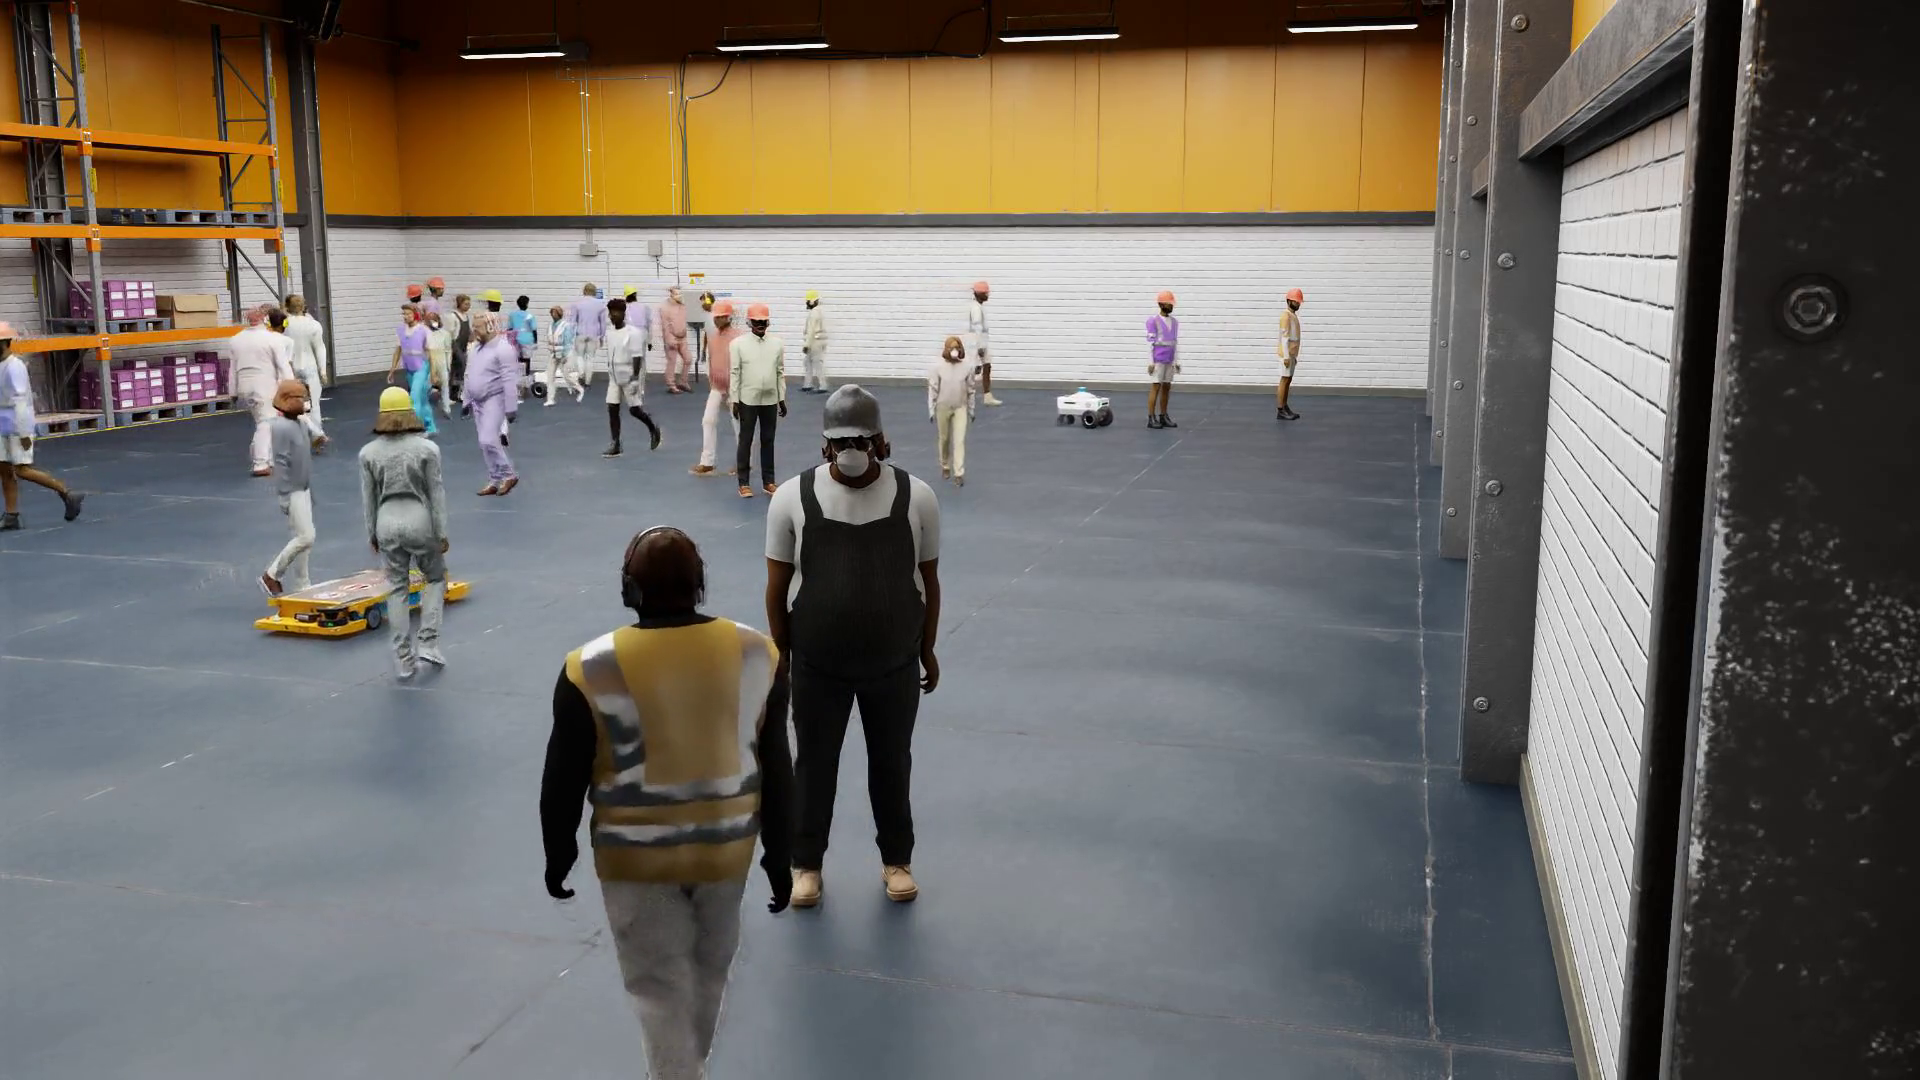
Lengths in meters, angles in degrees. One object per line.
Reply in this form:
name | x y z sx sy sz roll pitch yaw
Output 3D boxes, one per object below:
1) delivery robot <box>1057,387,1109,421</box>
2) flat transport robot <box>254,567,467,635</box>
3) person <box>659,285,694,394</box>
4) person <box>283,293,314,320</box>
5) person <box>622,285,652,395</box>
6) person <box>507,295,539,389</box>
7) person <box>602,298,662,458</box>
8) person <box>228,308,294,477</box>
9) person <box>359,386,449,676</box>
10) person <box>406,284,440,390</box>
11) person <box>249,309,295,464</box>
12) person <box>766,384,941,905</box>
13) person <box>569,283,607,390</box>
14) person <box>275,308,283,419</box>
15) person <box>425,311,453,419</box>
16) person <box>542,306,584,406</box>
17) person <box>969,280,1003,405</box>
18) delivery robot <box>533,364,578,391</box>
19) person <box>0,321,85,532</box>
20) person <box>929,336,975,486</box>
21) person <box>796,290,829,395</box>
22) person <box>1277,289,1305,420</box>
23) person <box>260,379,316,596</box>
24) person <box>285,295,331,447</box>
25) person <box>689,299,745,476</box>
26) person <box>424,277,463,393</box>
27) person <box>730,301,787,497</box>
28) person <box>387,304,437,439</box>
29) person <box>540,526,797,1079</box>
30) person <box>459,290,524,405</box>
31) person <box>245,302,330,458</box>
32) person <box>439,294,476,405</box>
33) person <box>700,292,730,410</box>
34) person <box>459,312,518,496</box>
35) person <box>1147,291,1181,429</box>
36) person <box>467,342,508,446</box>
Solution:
delivery robot | 1.740 -1.918 23.551 0.707 0.478 0.477 6 12 31
flat transport robot | -4.108 0.402 11.485 0.652 0.197 1.431 3 11 18
person | -4.897 -3.460 28.789 0.541 1.883 0.641 8 13 37
person | -10.347 -2.924 25.905 0.649 1.827 0.555 -1 10 -4
person | -5.614 -3.442 28.679 0.617 1.877 0.736 -6 12 -31
person | -7.805 -3.535 29.775 0.557 1.677 0.453 2 10 10
person | -4.047 -1.986 20.296 0.627 1.944 0.820 6 12 32
person | -7.774 -1.657 18.625 0.754 1.857 0.753 3 10 14
person | -3.301 -0.050 9.923 0.497 1.721 0.414 0 10 -1
person | -9.417 -3.552 29.280 0.442 1.889 0.598 1 10 8
person | -8.020 -1.769 19.378 0.541 1.838 0.751 2 10 12
person | -0.397 0.413 6.413 0.688 2.000 0.536 -1 10 -8
person | -6.635 -3.635 29.714 0.661 1.905 0.432 -2 10 -14
person | -9.005 -2.168 21.863 0.522 1.741 0.753 2 10 14
person | -7.851 -2.606 24.769 0.512 1.602 0.805 -8 13 -37
person | -6.409 -2.968 26.771 0.512 1.609 0.659 5 11 26
person | 0.241 -3.155 26.675 0.850 2.022 0.621 2 10 10
delivery robot | -6.853 -2.743 28.224 0.707 0.478 0.477 0 10 1
person | -8.403 -1.028 14.952 0.749 1.917 0.552 -10 14 -44
person | -0.090 -1.415 18.028 0.510 1.596 0.828 -1 10 -5
person | -2.592 -3.386 28.565 0.738 1.802 0.617 1 10 5
person | 4.892 -2.743 24.598 0.375 1.930 0.542 4 11 23
person | -4.713 -0.330 11.781 0.383 1.619 0.525 -1 10 -3
person | -8.332 -2.124 21.084 0.627 1.934 0.370 0 10 2
person | -2.650 -1.658 18.344 0.644 1.960 0.865 7 12 36
person | -8.979 -3.548 28.923 0.955 2.001 0.625 -2 10 -14
person | -2.050 -1.435 17.004 0.613 1.994 0.395 -6 11 -29
person | -7.214 -2.183 21.798 0.594 1.802 0.934 6 12 32
person | -0.822 0.848 4.605 0.654 1.796 0.921 -5 11 -25
person | -7.599 -3.082 26.715 0.998 1.869 0.682 -3 11 -19
person | -8.171 -1.915 20.069 0.940 1.905 0.666 -1 10 -6
person | -7.939 -3.024 26.599 0.988 1.780 0.548 1 10 7
person | -3.778 -2.952 26.076 0.651 1.836 0.375 10 14 43
person | -4.828 -1.381 17.002 0.647 1.888 0.434 10 14 43
person | 2.883 -2.531 23.397 0.578 1.931 0.399 -8 13 -38
person | -5.928 -1.939 20.908 0.519 1.629 0.386 -6 11 -29
